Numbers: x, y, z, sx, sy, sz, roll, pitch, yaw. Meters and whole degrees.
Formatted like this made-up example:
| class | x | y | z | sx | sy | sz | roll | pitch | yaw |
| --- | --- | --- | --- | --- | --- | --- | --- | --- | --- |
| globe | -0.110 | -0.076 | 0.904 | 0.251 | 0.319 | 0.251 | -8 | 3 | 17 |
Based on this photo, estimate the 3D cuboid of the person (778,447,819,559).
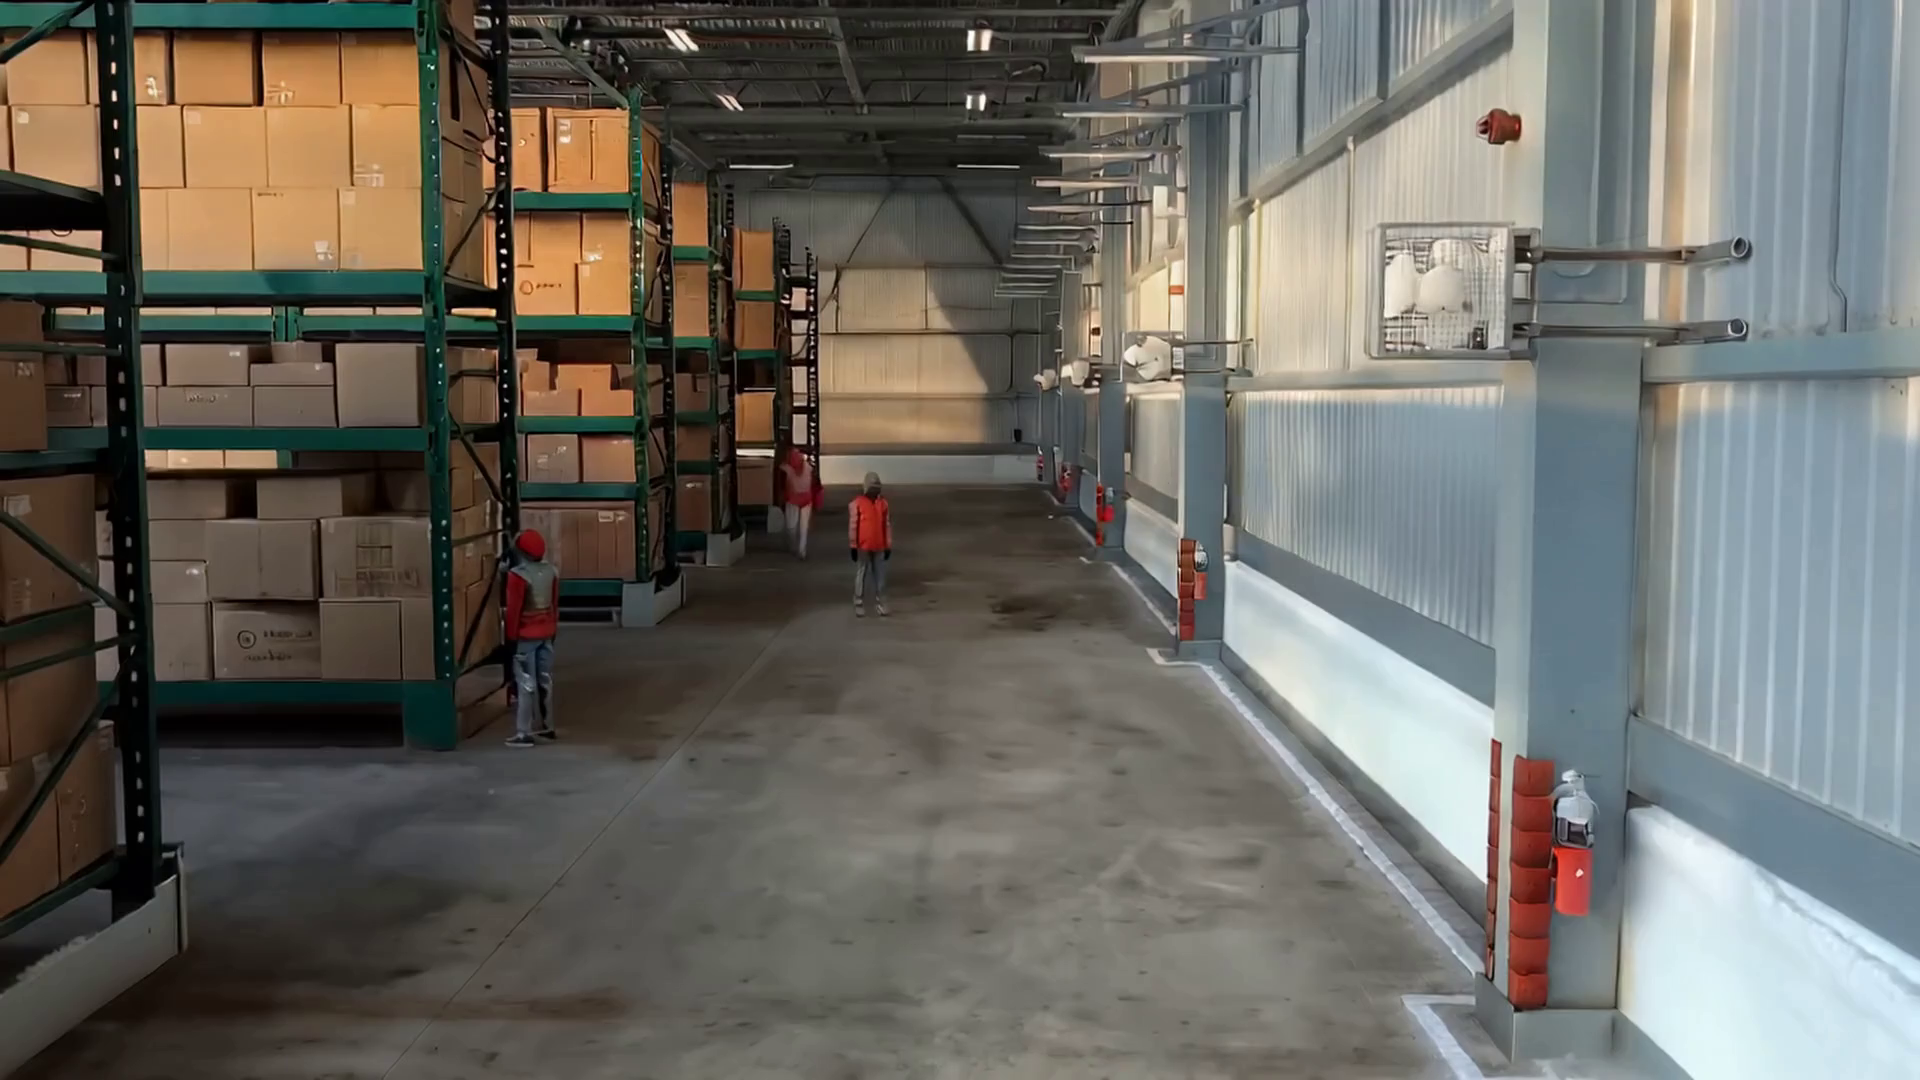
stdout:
| class | x | y | z | sx | sy | sz | roll | pitch | yaw |
| --- | --- | --- | --- | --- | --- | --- | --- | --- | --- |
| person | -2.588 | -0.588 | 26.916 | 0.630 | 1.821 | 0.700 | -2 | 5 | -19 |

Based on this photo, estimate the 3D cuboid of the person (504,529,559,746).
| class | x | y | z | sx | sy | sz | roll | pitch | yaw |
| --- | --- | --- | --- | --- | --- | --- | --- | --- | --- |
| person | -3.225 | 0.733 | 12.573 | 0.315 | 1.631 | 0.524 | 3 | 6 | 30 |

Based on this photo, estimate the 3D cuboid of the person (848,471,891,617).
| class | x | y | z | sx | sy | sz | roll | pitch | yaw |
| --- | --- | --- | --- | --- | --- | --- | --- | --- | --- |
| person | -1.063 | 0.052 | 19.843 | 0.566 | 1.744 | 0.349 | -3 | 6 | -32 |
